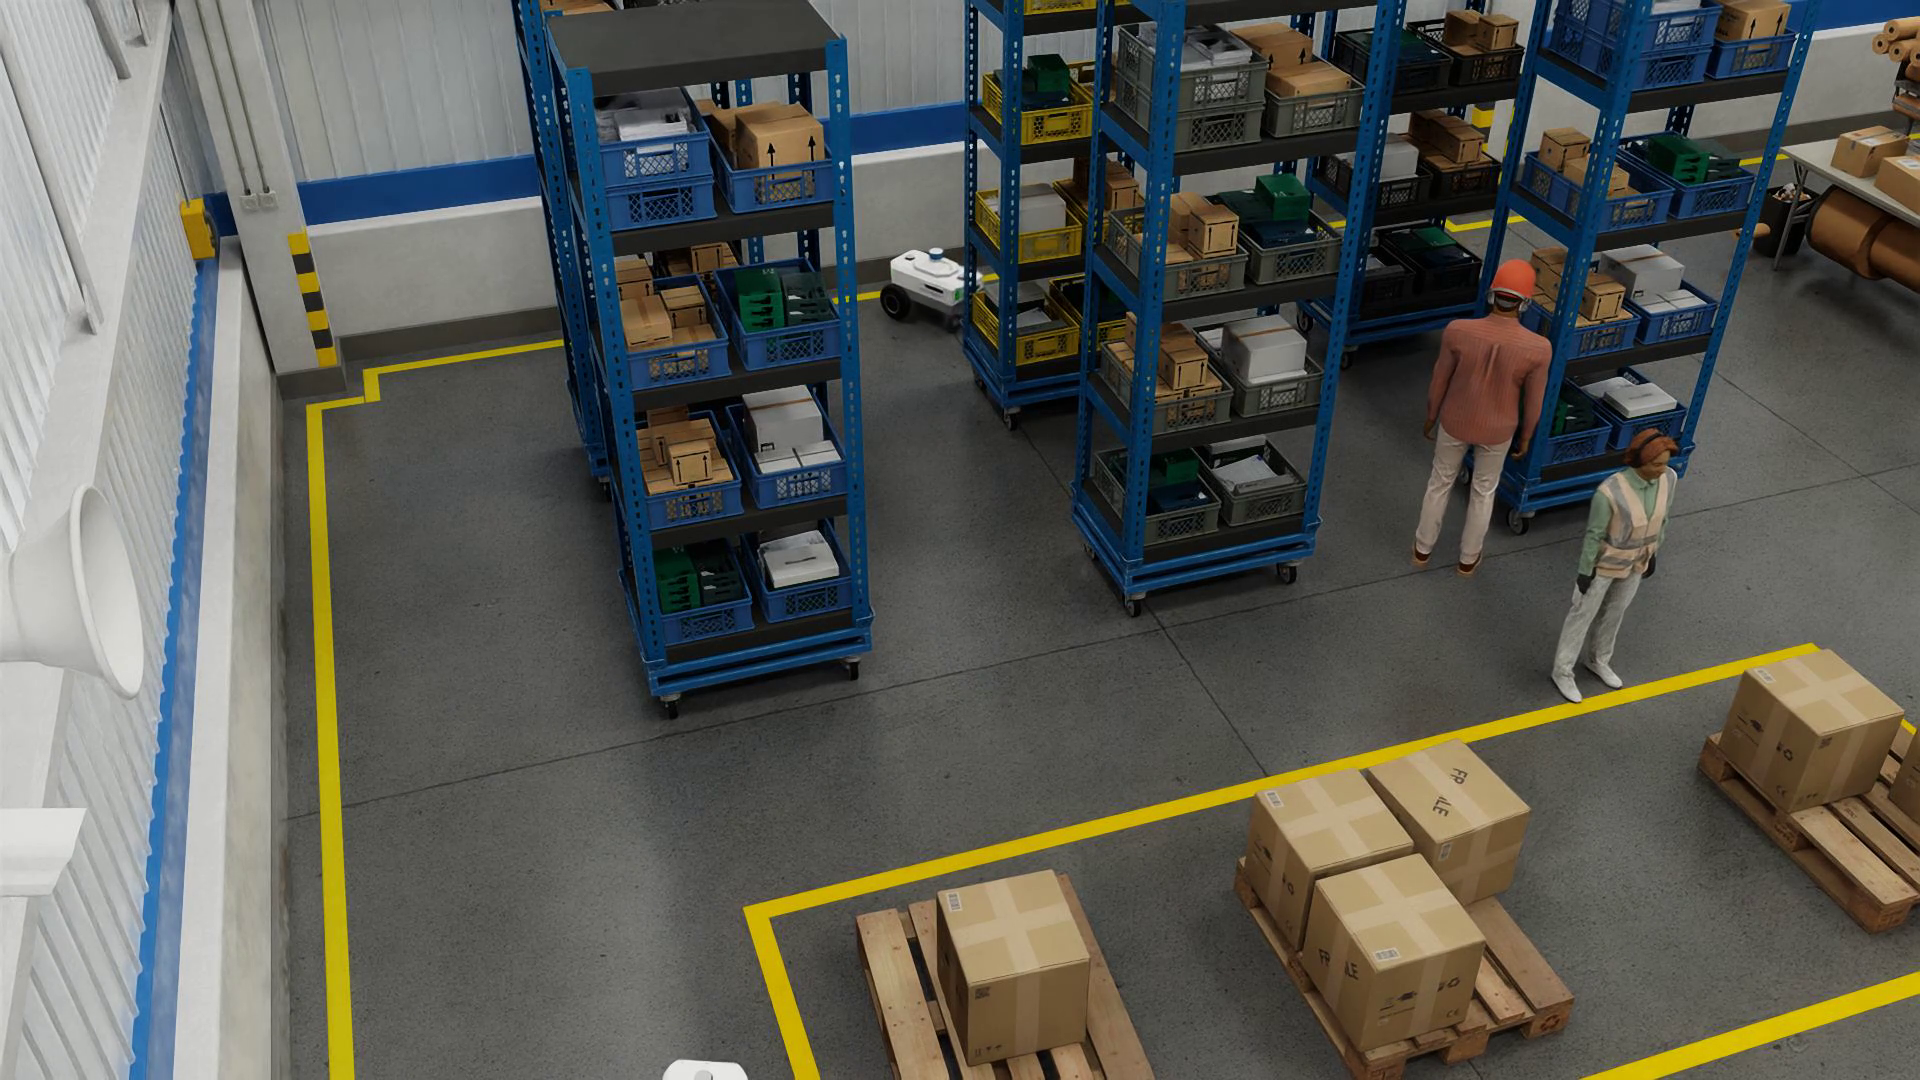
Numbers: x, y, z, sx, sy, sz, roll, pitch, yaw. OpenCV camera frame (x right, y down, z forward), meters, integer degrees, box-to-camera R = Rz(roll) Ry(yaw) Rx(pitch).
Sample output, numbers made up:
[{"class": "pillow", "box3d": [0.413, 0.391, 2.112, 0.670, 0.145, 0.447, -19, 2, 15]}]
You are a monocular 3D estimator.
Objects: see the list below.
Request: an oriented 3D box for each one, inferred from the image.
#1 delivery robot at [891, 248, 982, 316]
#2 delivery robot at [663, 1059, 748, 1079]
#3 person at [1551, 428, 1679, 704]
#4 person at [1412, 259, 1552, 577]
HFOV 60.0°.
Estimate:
[{"class": "delivery robot", "box3d": [-0.176, -1.948, 12.470, 0.707, 0.478, 0.477, 26, 43, 32]}, {"class": "delivery robot", "box3d": [-1.030, 2.352, 6.374, 0.477, 0.478, 0.707, 3, 35, 4]}, {"class": "person", "box3d": [3.423, 0.124, 8.684, 0.504, 1.631, 0.311, -14, 38, -19]}, {"class": "person", "box3d": [2.980, -0.675, 9.521, 0.626, 1.980, 0.411, 11, 37, 16]}]
